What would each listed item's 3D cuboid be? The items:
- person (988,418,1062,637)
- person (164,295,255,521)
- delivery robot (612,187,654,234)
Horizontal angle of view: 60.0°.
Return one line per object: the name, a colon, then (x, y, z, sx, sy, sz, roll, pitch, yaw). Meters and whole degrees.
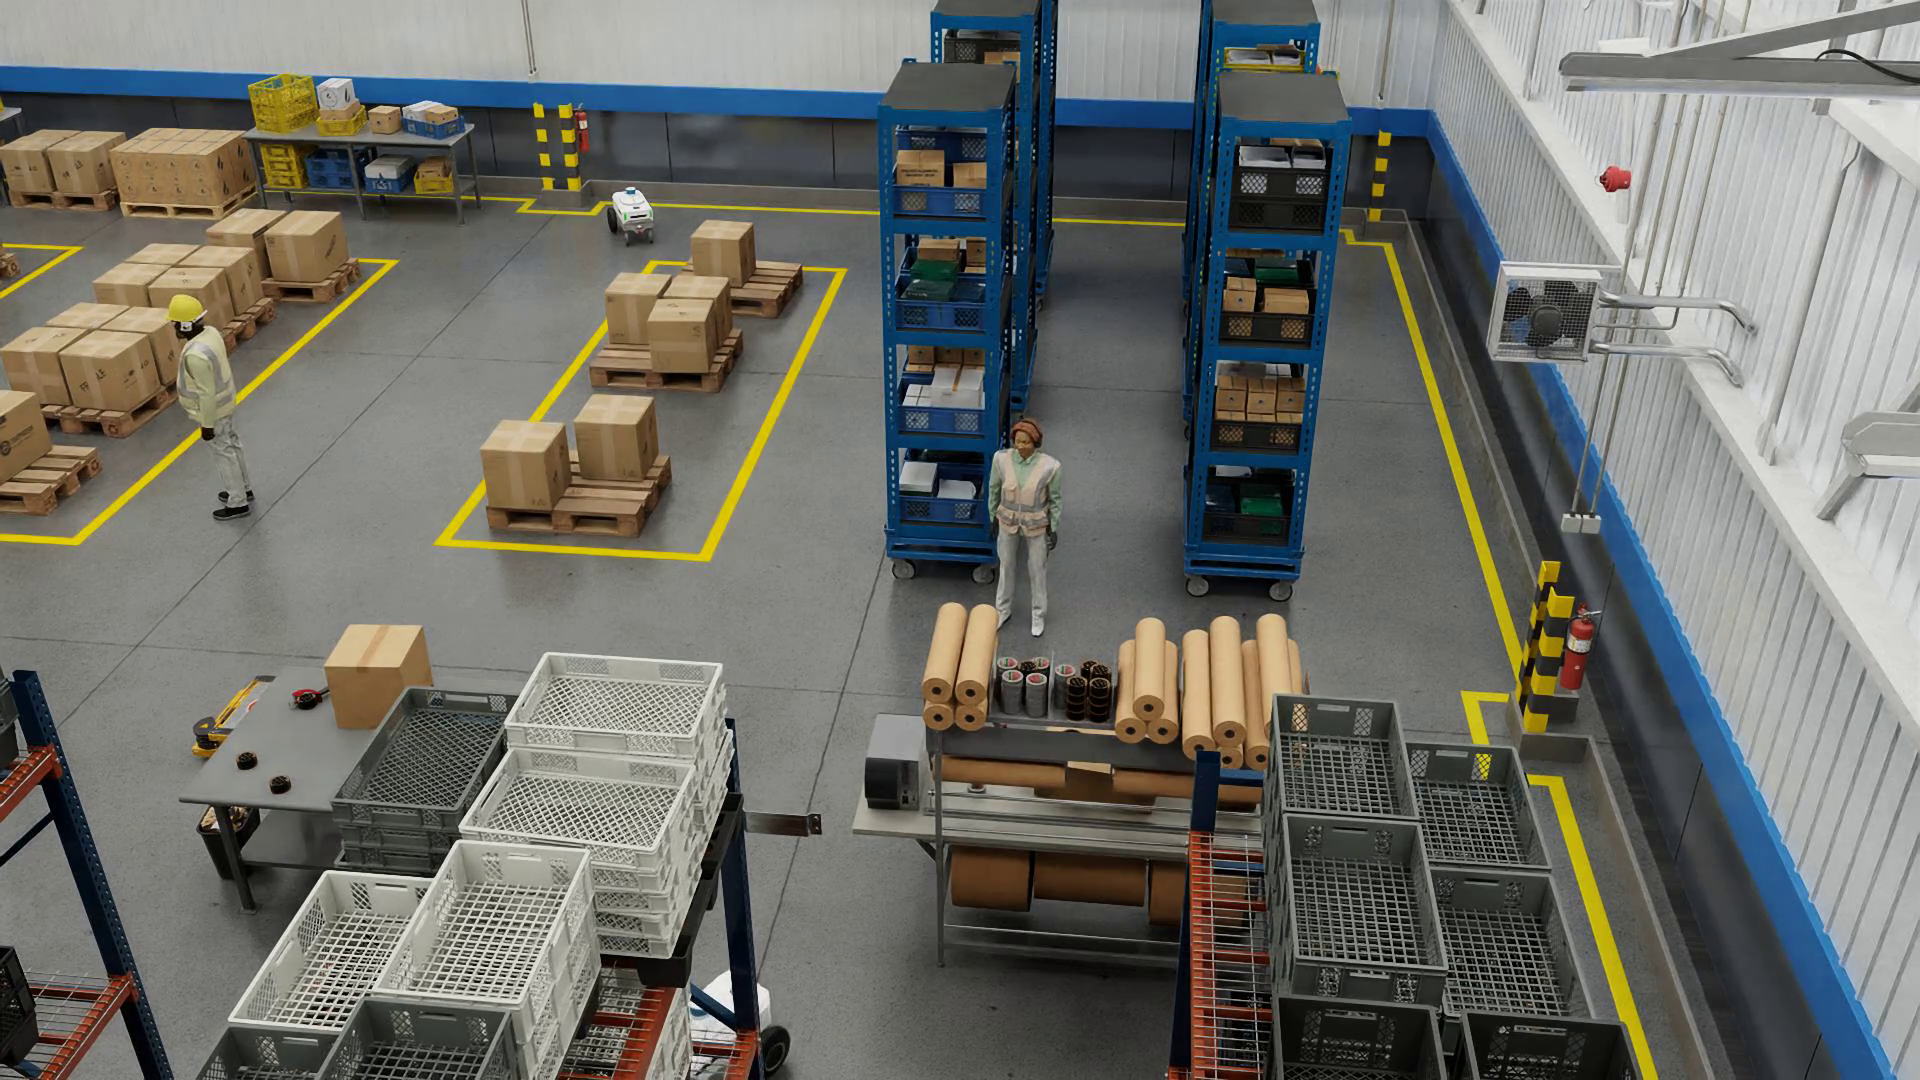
person: (0.440, -0.092, 11.450, 0.514, 1.642, 0.310, 9, 31, 14)
person: (-5.808, -1.035, 12.881, 0.404, 1.830, 0.602, -6, 31, -10)
delivery robot: (-3.668, -3.708, 18.645, 0.477, 0.478, 0.707, -11, 32, -18)
